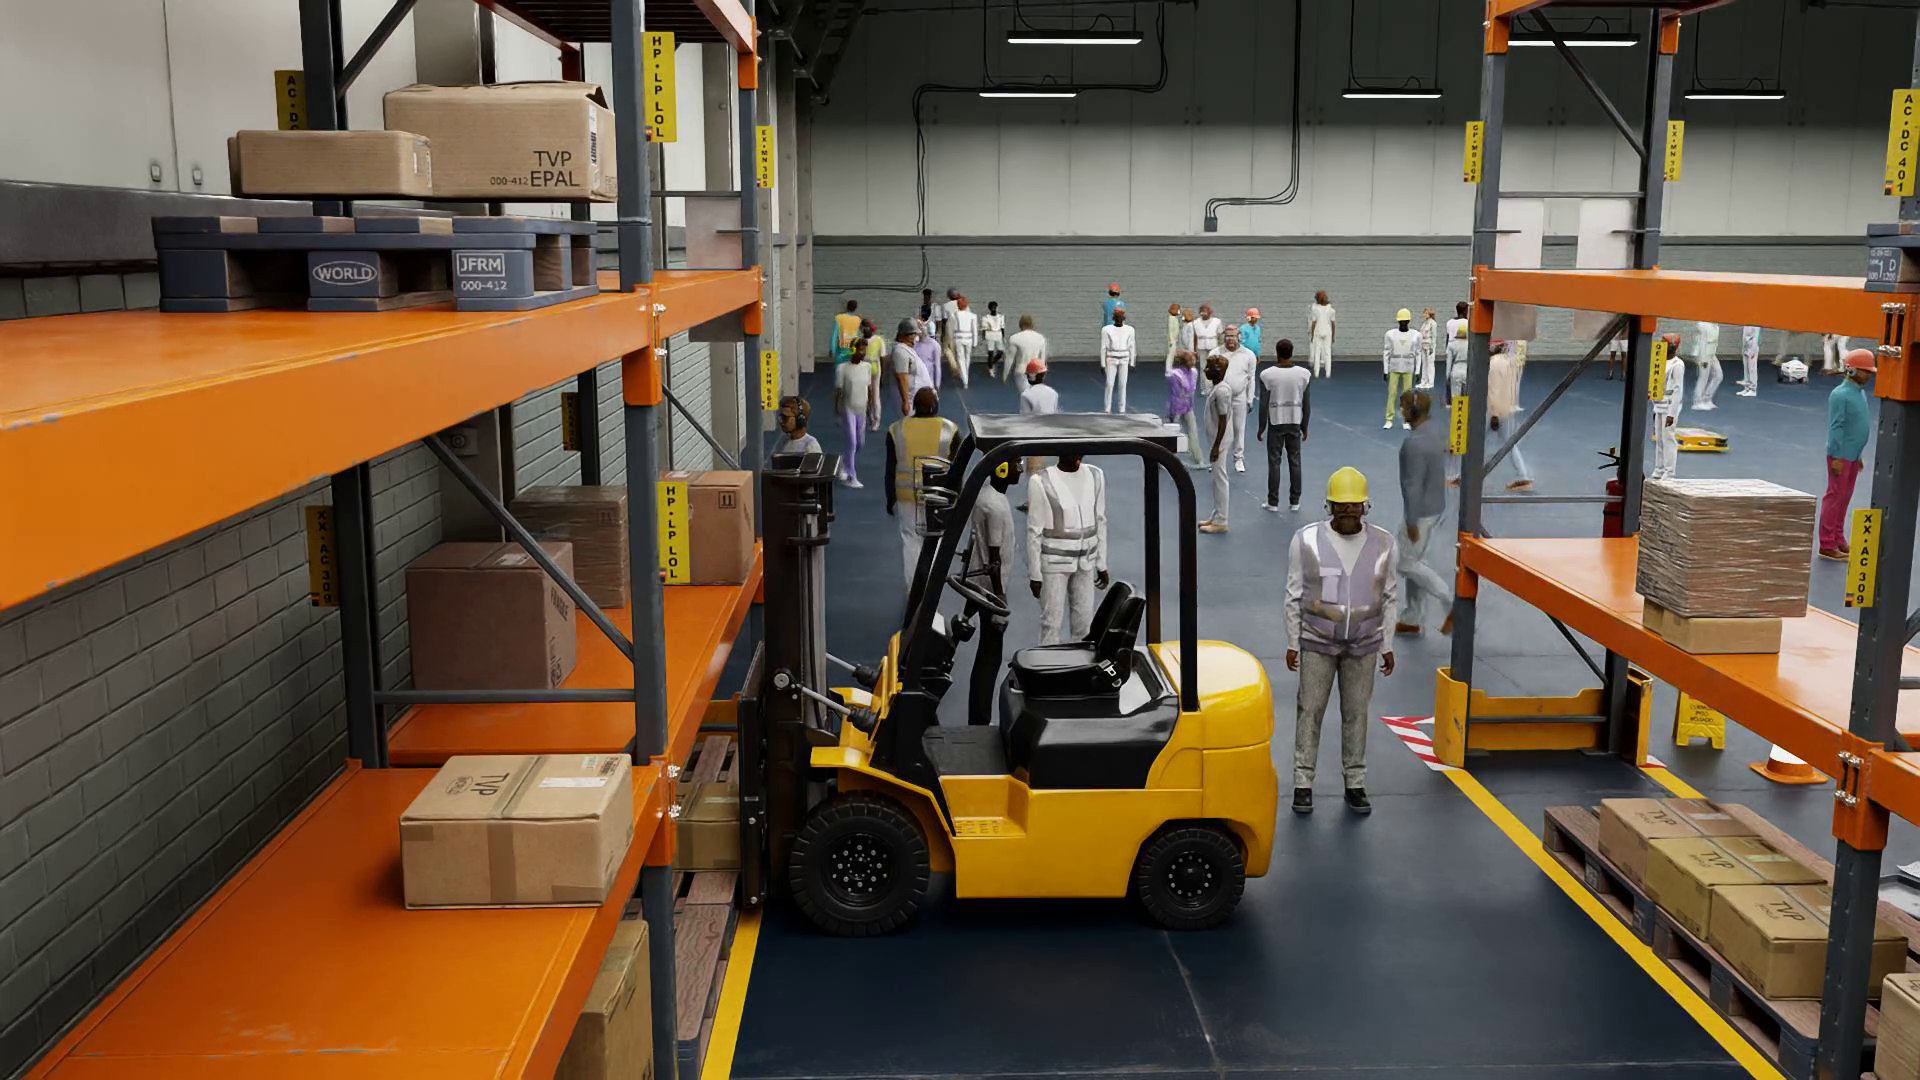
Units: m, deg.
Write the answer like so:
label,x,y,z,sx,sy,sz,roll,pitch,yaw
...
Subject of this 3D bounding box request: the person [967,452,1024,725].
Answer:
label,x,y,z,sx,sy,sz,roll,pitch,yaw
person,0.207,0.323,9.782,0.328,1.861,0.506,-1,10,-5

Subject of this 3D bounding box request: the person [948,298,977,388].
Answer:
label,x,y,z,sx,sy,sz,roll,pitch,yaw
person,0.049,-4.074,34.386,0.561,1.827,0.987,-4,11,-19

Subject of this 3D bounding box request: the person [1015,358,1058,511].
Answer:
label,x,y,z,sx,sy,sz,roll,pitch,yaw
person,0.875,-1.124,18.196,0.737,1.727,0.569,9,14,41

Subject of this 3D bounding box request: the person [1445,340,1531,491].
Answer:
label,x,y,z,sx,sy,sz,roll,pitch,yaw
person,6.444,-1.556,20.008,1.024,1.944,0.640,7,12,35

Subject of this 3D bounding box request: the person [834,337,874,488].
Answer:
label,x,y,z,sx,sy,sz,roll,pitch,yaw
person,-1.345,-1.581,20.461,0.530,1.843,0.735,-8,13,-37

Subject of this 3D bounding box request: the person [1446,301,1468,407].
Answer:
label,x,y,z,sx,sy,sz,roll,pitch,yaw
person,8.960,-3.316,29.879,0.391,1.917,0.593,-5,11,-26

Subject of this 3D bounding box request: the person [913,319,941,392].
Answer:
label,x,y,z,sx,sy,sz,roll,pitch,yaw
person,-0.585,-2.315,24.434,0.676,1.874,0.751,4,11,19

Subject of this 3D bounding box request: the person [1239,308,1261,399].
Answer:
label,x,y,z,sx,sy,sz,roll,pitch,yaw
person,5.494,-3.506,31.426,0.563,1.742,0.361,-9,14,-42

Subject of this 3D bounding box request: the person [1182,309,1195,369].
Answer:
label,x,y,z,sx,sy,sz,roll,pitch,yaw
person,4.641,-3.882,33.852,0.290,1.629,0.501,-2,10,-9

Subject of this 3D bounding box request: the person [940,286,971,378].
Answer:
label,x,y,z,sx,sy,sz,roll,pitch,yaw
person,-0.120,-4.539,36.347,0.710,2.000,0.539,-6,12,-30

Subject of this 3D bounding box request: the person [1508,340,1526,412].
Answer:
label,x,y,z,sx,sy,sz,roll,pitch,yaw
person,9.818,-3.087,29.365,0.306,1.642,0.523,9,13,40

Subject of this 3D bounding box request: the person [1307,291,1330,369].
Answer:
label,x,y,z,sx,sy,sz,roll,pitch,yaw
person,8.444,-4.956,39.225,0.609,1.828,0.984,6,12,28

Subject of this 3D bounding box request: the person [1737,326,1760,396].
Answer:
label,x,y,z,sx,sy,sz,roll,pitch,yaw
person,15.355,-3.671,32.379,0.342,1.733,0.488,0,10,1

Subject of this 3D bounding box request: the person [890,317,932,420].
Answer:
label,x,y,z,sx,sy,sz,roll,pitch,yaw
person,-0.619,-1.802,21.099,0.537,2.000,0.682,0,10,2

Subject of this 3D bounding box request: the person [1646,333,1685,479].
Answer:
label,x,y,z,sx,sy,sz,roll,pitch,yaw
person,8.594,-1.572,20.262,0.355,1.882,0.575,0,10,3

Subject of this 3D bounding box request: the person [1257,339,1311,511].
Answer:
label,x,y,z,sx,sy,sz,roll,pitch,yaw
person,3.606,-1.275,18.508,0.590,1.918,0.389,-1,10,-5

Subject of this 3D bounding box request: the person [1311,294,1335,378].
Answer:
label,x,y,z,sx,sy,sz,roll,pitch,yaw
person,7.989,-4.488,36.613,0.508,1.842,0.336,2,10,10

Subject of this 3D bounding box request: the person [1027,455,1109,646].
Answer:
label,x,y,z,sx,sy,sz,roll,pitch,yaw
person,0.685,0.172,10.577,0.585,1.880,0.365,-6,12,-31

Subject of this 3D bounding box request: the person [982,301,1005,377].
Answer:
label,x,y,z,sx,sy,sz,roll,pitch,yaw
person,0.737,-4.449,36.838,0.553,1.683,0.403,-4,11,-22

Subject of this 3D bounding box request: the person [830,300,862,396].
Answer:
label,x,y,z,sx,sy,sz,roll,pitch,yaw
person,-2.174,-3.654,31.910,0.696,1.868,0.482,-4,11,-19

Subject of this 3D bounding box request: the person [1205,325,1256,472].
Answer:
label,x,y,z,sx,sy,sz,roll,pitch,yaw
person,3.516,-1.836,21.663,0.641,1.908,0.407,1,10,8

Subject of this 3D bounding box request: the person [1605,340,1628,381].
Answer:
label,x,y,z,sx,sy,sz,roll,pitch,yaw
person,14.217,-4.390,35.804,0.548,1.937,0.379,6,12,29

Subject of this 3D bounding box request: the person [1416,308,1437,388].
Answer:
label,x,y,z,sx,sy,sz,roll,pitch,yaw
person,9.582,-3.929,34.054,0.308,1.644,0.511,-2,10,-11

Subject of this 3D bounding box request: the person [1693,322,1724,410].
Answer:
label,x,y,z,sx,sy,sz,roll,pitch,yaw
person,13.336,-3.248,29.547,0.615,1.897,0.535,-10,14,-43

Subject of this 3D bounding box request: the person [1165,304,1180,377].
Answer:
label,x,y,z,sx,sy,sz,roll,pitch,yaw
person,4.720,-4.416,36.826,0.279,1.627,0.499,3,11,18

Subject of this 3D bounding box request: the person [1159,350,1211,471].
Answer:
label,x,y,z,sx,sy,sz,roll,pitch,yaw
person,2.920,-1.673,21.634,0.534,1.584,0.808,-9,14,-41

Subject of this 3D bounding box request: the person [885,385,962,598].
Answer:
label,x,y,z,sx,sy,sz,roll,pitch,yaw
person,-0.308,-0.352,13.658,0.641,1.823,0.578,0,10,2

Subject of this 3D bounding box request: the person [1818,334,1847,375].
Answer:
label,x,y,z,sx,sy,sz,roll,pitch,yaw
person,19.706,-4.669,37.422,0.655,1.910,0.737,-3,11,-18

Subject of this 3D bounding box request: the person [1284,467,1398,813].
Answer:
label,x,y,z,sx,sy,sz,roll,pitch,yaw
person,1.993,0.525,8.710,0.588,1.835,0.403,0,10,2

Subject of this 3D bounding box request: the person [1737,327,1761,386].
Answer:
label,x,y,z,sx,sy,sz,roll,pitch,yaw
person,16.475,-4.131,34.661,0.367,1.835,0.523,3,11,18

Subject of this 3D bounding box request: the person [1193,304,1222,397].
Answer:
label,x,y,z,sx,sy,sz,roll,pitch,yaw
person,4.825,-3.703,32.396,0.601,1.791,0.959,2,10,14

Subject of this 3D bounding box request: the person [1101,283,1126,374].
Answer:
label,x,y,z,sx,sy,sz,roll,pitch,yaw
person,3.484,-4.763,37.573,0.614,2.048,0.361,8,13,39

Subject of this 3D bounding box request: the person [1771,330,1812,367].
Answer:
label,x,y,z,sx,sy,sz,roll,pitch,yaw
person,20.055,-5.176,39.894,1.042,2.000,0.685,-5,11,-24

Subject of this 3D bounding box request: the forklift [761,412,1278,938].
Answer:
label,x,y,z,sx,sy,sz,roll,pitch,yaw
forklift,0.291,0.548,7.580,2.313,2.155,1.214,0,10,-2

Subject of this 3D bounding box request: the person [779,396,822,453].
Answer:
label,x,y,z,sx,sy,sz,roll,pitch,yaw
person,-1.217,-0.154,12.466,0.346,1.846,0.507,-7,12,-35

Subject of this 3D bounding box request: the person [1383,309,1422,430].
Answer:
label,x,y,z,sx,sy,sz,roll,pitch,yaw
person,7.053,-2.722,26.541,0.589,1.928,0.384,3,11,18

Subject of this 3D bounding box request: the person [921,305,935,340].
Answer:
label,x,y,z,sx,sy,sz,roll,pitch,yaw
person,-0.670,-3.945,33.994,0.320,1.695,0.537,-4,11,-22

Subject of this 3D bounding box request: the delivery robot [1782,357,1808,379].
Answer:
label,x,y,z,sx,sy,sz,roll,pitch,yaw
delivery robot,17.552,-3.596,34.970,0.477,0.478,0.707,2,10,11

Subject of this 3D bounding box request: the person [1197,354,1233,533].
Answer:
label,x,y,z,sx,sy,sz,roll,pitch,yaw
person,2.642,-0.993,17.132,0.343,1.847,0.506,1,10,7

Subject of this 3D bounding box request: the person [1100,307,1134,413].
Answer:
label,x,y,z,sx,sy,sz,roll,pitch,yaw
person,2.662,-2.988,28.141,0.584,1.883,0.340,-1,10,-8

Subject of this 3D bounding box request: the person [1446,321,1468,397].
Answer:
label,x,y,z,sx,sy,sz,roll,pitch,yaw
person,8.030,-2.637,26.588,0.506,1.727,0.453,4,11,21

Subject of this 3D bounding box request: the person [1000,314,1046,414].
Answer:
label,x,y,z,sx,sy,sz,roll,pitch,yaw
person,0.971,-2.515,25.504,0.648,1.887,1.010,-7,12,-35

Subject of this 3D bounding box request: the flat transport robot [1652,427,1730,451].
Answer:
label,x,y,z,sx,sy,sz,roll,pitch,yaw
flat transport robot,10.625,-1.474,24.199,0.652,0.197,1.431,1,10,6

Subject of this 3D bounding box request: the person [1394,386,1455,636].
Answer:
label,x,y,z,sx,sy,sz,roll,pitch,yaw
person,3.513,-0.188,12.458,0.619,1.925,0.640,6,12,29

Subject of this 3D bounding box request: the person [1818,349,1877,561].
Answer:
label,x,y,z,sx,sy,sz,roll,pitch,yaw
person,8.364,-0.804,15.679,0.609,1.991,0.383,-10,14,-44

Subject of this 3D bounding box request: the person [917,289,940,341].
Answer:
label,x,y,z,sx,sy,sz,roll,pitch,yaw
person,-0.793,-4.733,37.789,0.636,1.905,0.993,6,12,30

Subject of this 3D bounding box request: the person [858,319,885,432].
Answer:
label,x,y,z,sx,sy,sz,roll,pitch,yaw
person,-1.442,-2.536,25.870,0.584,1.789,0.973,3,11,18
